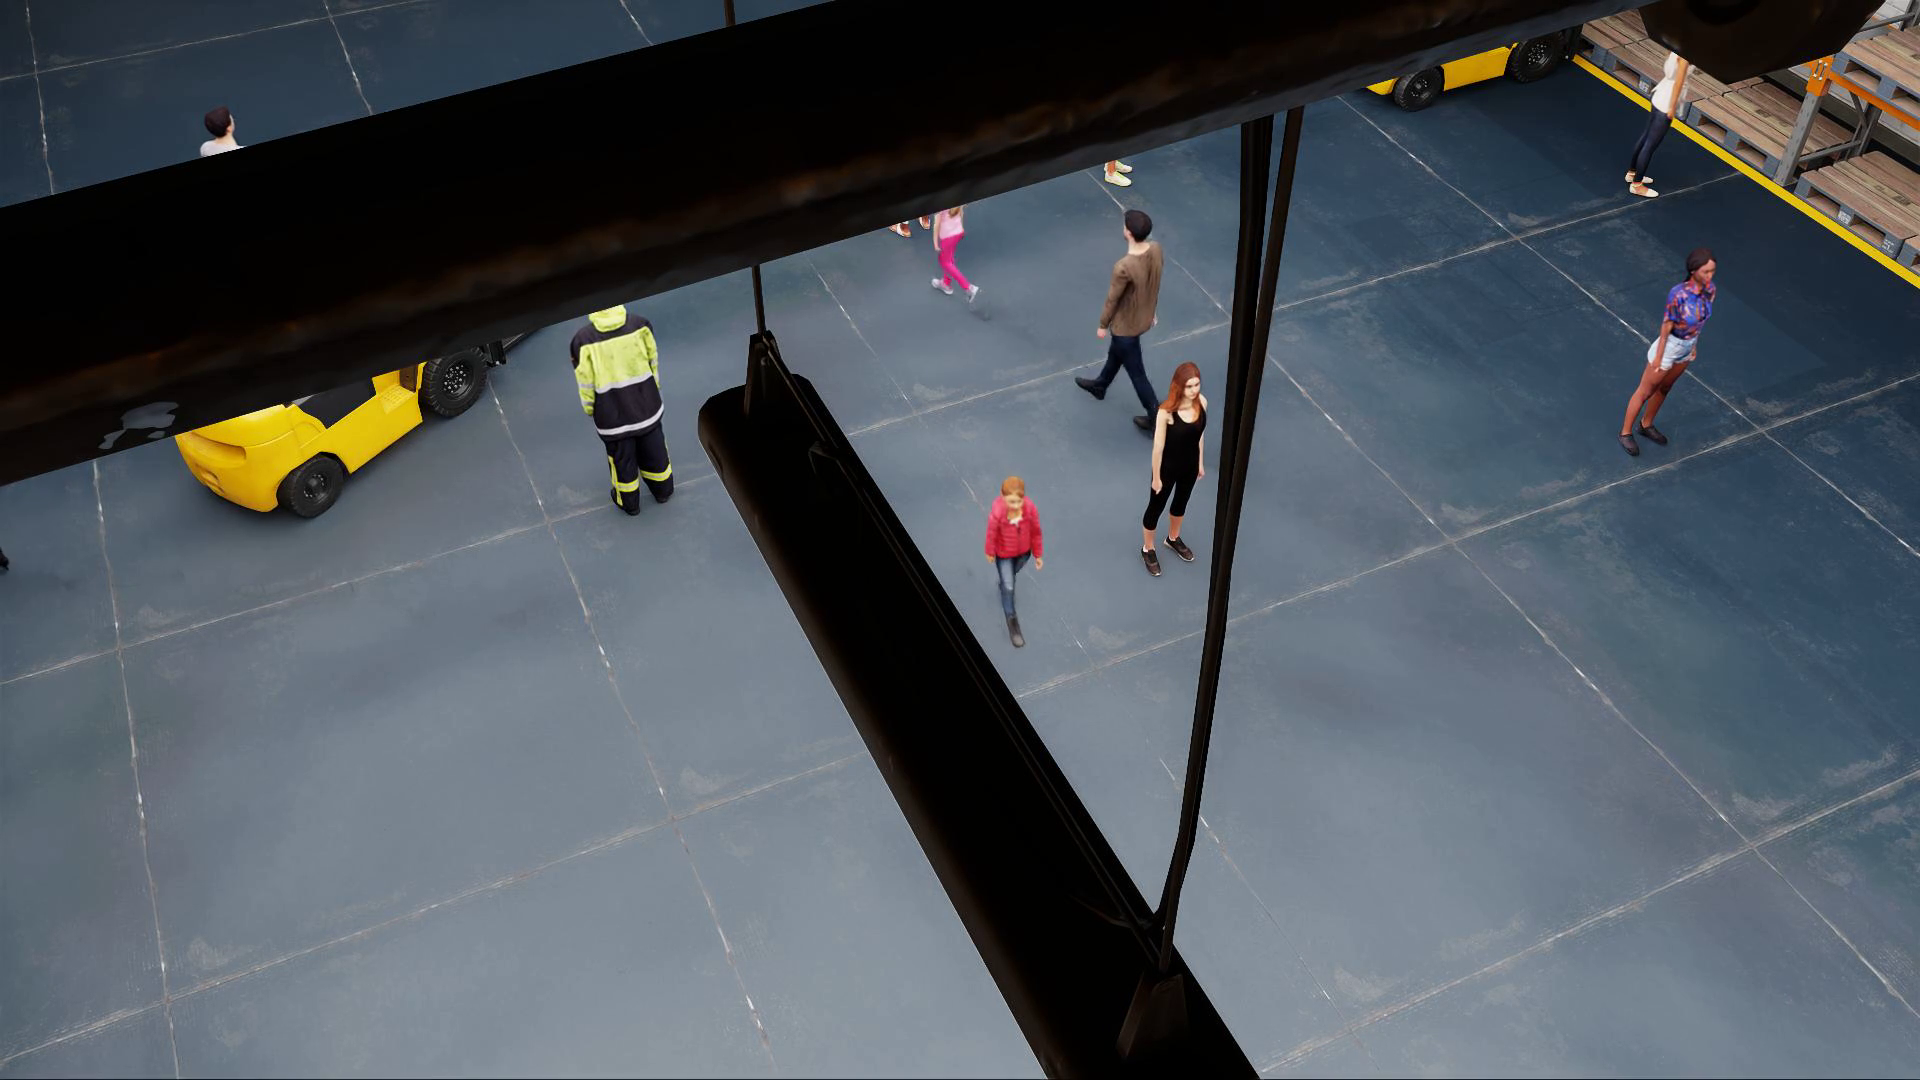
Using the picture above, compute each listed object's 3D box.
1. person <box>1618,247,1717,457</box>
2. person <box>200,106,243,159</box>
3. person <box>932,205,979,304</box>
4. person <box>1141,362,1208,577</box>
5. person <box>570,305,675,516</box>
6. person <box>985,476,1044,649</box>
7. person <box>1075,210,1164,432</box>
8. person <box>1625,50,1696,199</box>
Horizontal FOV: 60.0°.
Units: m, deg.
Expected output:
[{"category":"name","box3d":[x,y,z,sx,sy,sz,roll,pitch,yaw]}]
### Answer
[{"category":"person","box3d":[5.321,-1.421,12.436,0.588,1.742,0.514,-20,47,-19]},{"category":"person","box3d":[-5.850,-2.696,13.687,0.732,1.863,0.795,15,46,15]},{"category":"person","box3d":[-0.043,-2.550,13.974,0.871,1.256,0.674,34,53,31]},{"category":"person","box3d":[1.492,-0.519,11.502,0.578,1.726,0.518,-21,47,-20]},{"category":"person","box3d":[-2.405,-1.029,11.850,0.777,1.983,0.650,-21,48,-21]},{"category":"person","box3d":[0.346,0.029,11.247,0.567,1.284,0.914,-13,45,-14]},{"category":"person","box3d":[1.356,-1.604,12.554,1.259,1.846,0.994,31,51,28]},{"category":"person","box3d":[6.399,-3.991,15.103,0.724,1.785,0.641,9,44,9]}]
